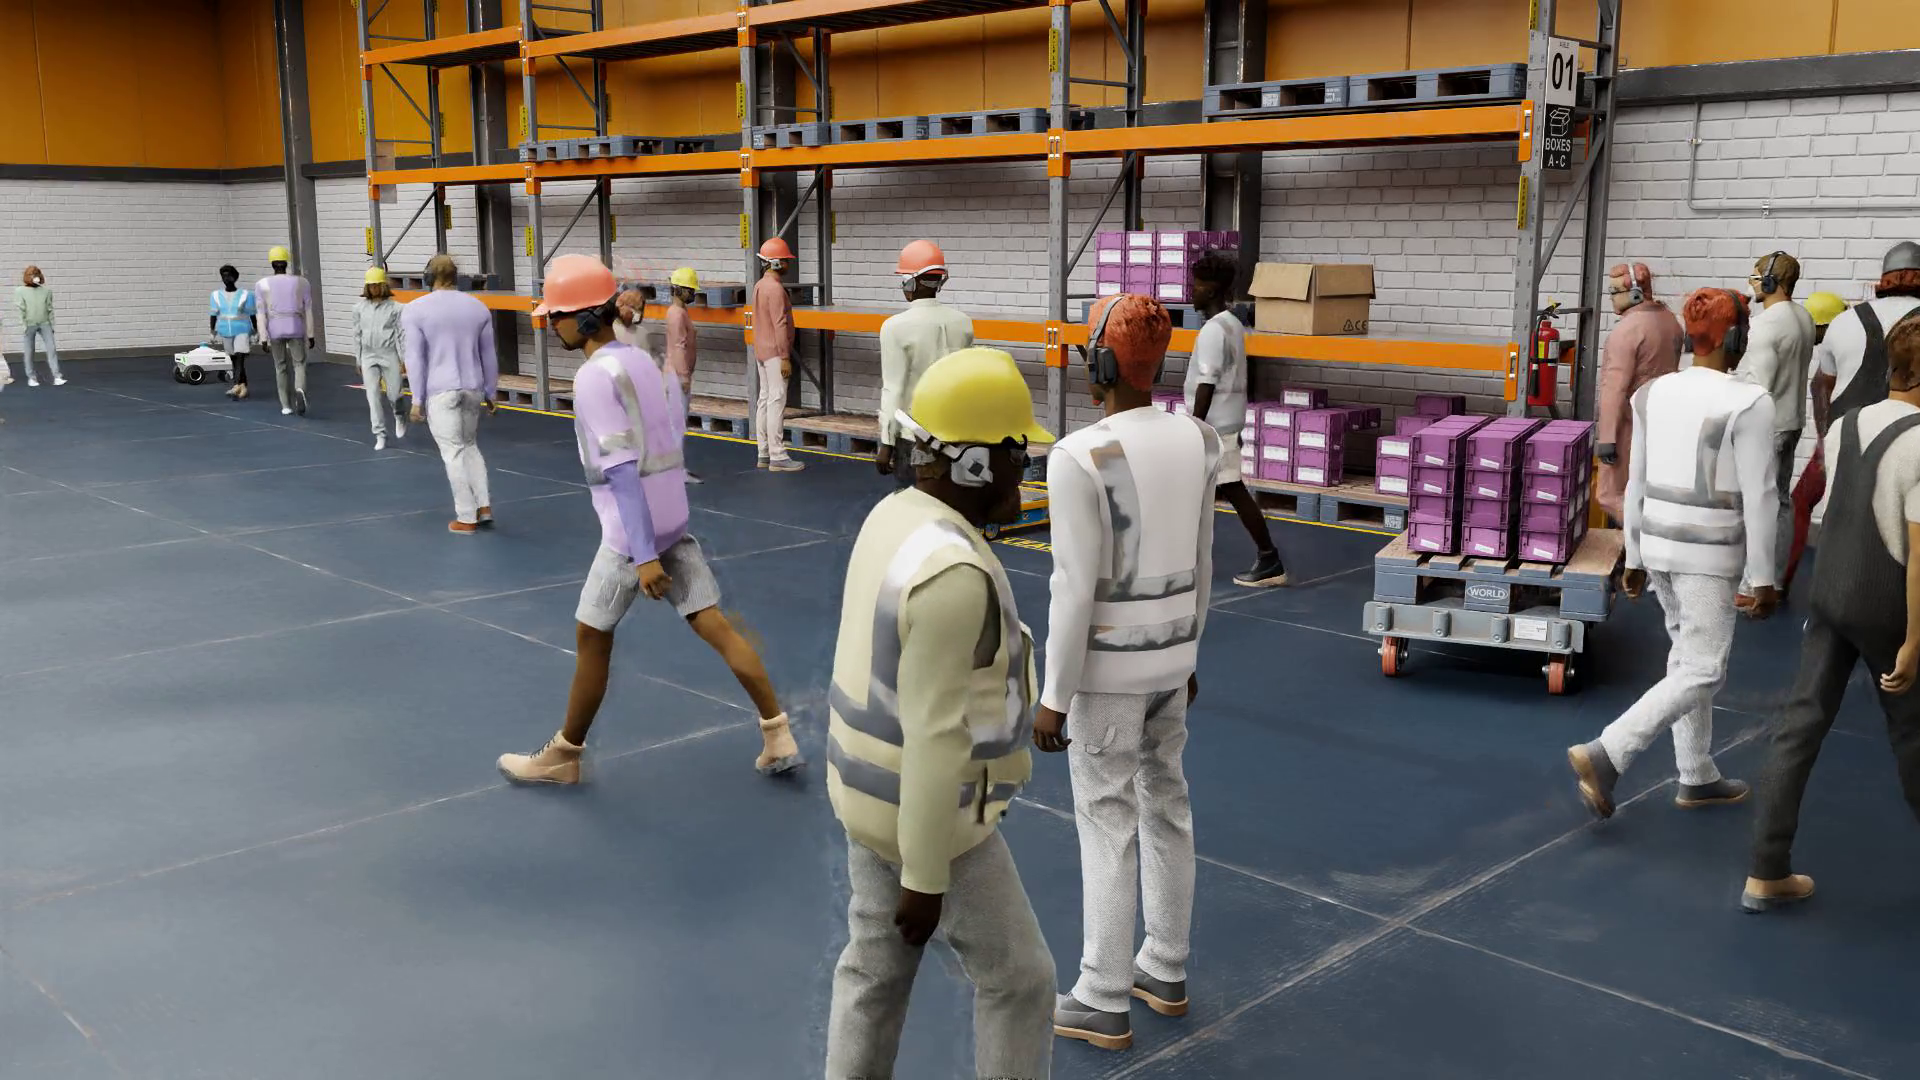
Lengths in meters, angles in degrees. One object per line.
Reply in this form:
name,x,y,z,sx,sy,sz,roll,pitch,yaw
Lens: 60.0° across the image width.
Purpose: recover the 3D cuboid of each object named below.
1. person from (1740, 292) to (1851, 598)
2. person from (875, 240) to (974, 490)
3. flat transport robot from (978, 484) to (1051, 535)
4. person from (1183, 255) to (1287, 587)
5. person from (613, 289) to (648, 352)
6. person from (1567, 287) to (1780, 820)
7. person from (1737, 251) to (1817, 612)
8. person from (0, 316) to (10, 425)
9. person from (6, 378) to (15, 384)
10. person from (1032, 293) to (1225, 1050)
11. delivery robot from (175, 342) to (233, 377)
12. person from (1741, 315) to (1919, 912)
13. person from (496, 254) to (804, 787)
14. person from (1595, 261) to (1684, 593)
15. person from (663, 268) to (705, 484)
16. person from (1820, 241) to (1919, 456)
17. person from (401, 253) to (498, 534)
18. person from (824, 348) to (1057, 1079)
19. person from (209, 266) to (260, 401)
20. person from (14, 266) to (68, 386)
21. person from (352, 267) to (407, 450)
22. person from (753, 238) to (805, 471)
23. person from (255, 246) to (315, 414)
person,4.788,-0.502,9.190,0.747,1.706,0.543,8,13,36
person,-0.189,-0.549,8.663,0.612,1.995,0.382,-10,14,-44
flat transport robot,0.217,-0.201,11.467,1.431,0.197,0.652,-10,14,-44
person,1.467,-0.682,9.620,0.988,1.918,0.619,3,11,16
person,-2.580,-1.118,12.813,0.553,1.604,0.551,8,13,37
person,2.457,0.068,5.700,0.786,1.860,0.584,-4,11,-19
person,4.327,-0.571,8.940,0.629,1.940,0.372,-10,14,-44
person,-10.348,-2.106,17.608,0.465,1.824,0.660,-7,12,-33
person,-13.462,-2.982,22.492,0.963,1.798,0.641,-1,10,-6
person,0.410,0.331,4.173,0.575,1.882,0.355,-10,14,-44
delivery robot,-10.334,-2.461,22.765,0.707,0.478,0.477,-10,15,-44
person,2.793,0.225,4.977,0.959,1.785,0.523,-3,11,-17
person,-1.104,-0.043,6.043,1.140,1.970,0.665,2,11,12
person,3.901,-0.627,9.410,0.769,1.883,0.621,-8,13,-38
person,-2.263,-1.338,13.614,0.327,1.760,0.523,-3,11,-13
person,4.778,-0.544,8.508,0.892,2.000,0.686,-9,14,-42
person,-3.446,-0.988,11.334,0.513,1.905,0.638,9,14,42
person,0.024,0.520,3.357,0.722,1.802,0.622,-3,11,-17
person,-8.948,-2.543,20.468,0.548,1.642,0.877,0,10,-2
person,-12.311,-2.842,22.227,0.797,1.602,0.503,9,14,40
person,-5.516,-1.737,15.878,0.490,1.729,0.550,-2,11,-9
person,-1.593,-1.597,14.376,0.379,1.996,0.611,-5,11,-24
person,-7.553,-2.336,18.638,0.597,1.911,0.710,-5,11,-25
